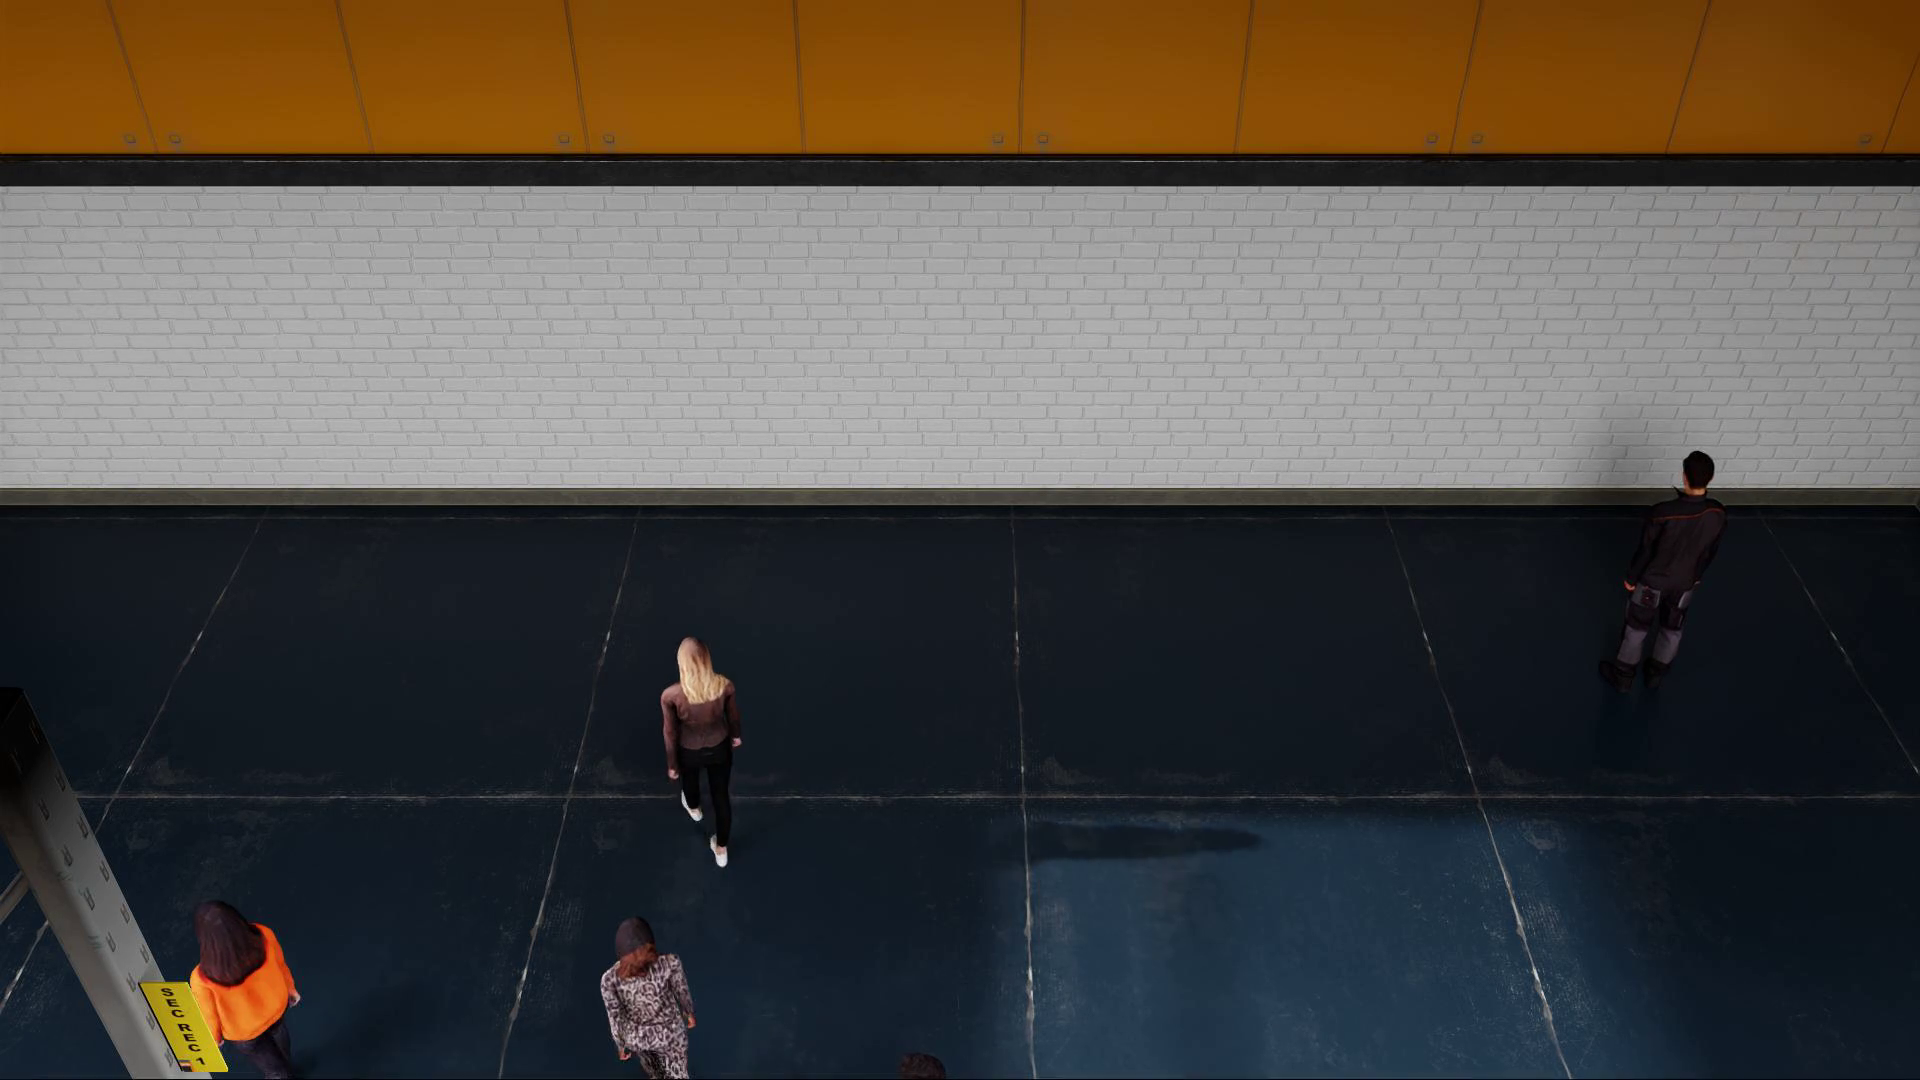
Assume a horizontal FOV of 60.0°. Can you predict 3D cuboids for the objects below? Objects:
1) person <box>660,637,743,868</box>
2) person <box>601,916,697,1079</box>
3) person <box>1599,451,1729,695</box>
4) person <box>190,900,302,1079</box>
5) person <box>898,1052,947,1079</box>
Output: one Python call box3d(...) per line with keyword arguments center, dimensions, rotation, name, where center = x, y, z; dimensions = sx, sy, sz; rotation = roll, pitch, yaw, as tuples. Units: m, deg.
box3d(center=(-1.532, 1.336, 10.065), dimensions=(0.811, 1.680, 0.983), rotation=(-12, 40, -14), name="person")
box3d(center=(-1.552, 2.587, 8.498), dimensions=(0.814, 1.680, 1.196), rotation=(-10, 40, -13), name="person")
box3d(center=(4.779, 0.240, 11.227), dimensions=(0.702, 1.943, 0.588), rotation=(-2, 39, -3), name="person")
box3d(center=(-3.561, 2.491, 8.577), dimensions=(0.890, 1.732, 0.862), rotation=(20, 43, 23), name="person")
box3d(center=(-0.173, 2.992, 8.330), dimensions=(0.606, 1.257, 0.508), rotation=(13, 40, 16), name="person")
